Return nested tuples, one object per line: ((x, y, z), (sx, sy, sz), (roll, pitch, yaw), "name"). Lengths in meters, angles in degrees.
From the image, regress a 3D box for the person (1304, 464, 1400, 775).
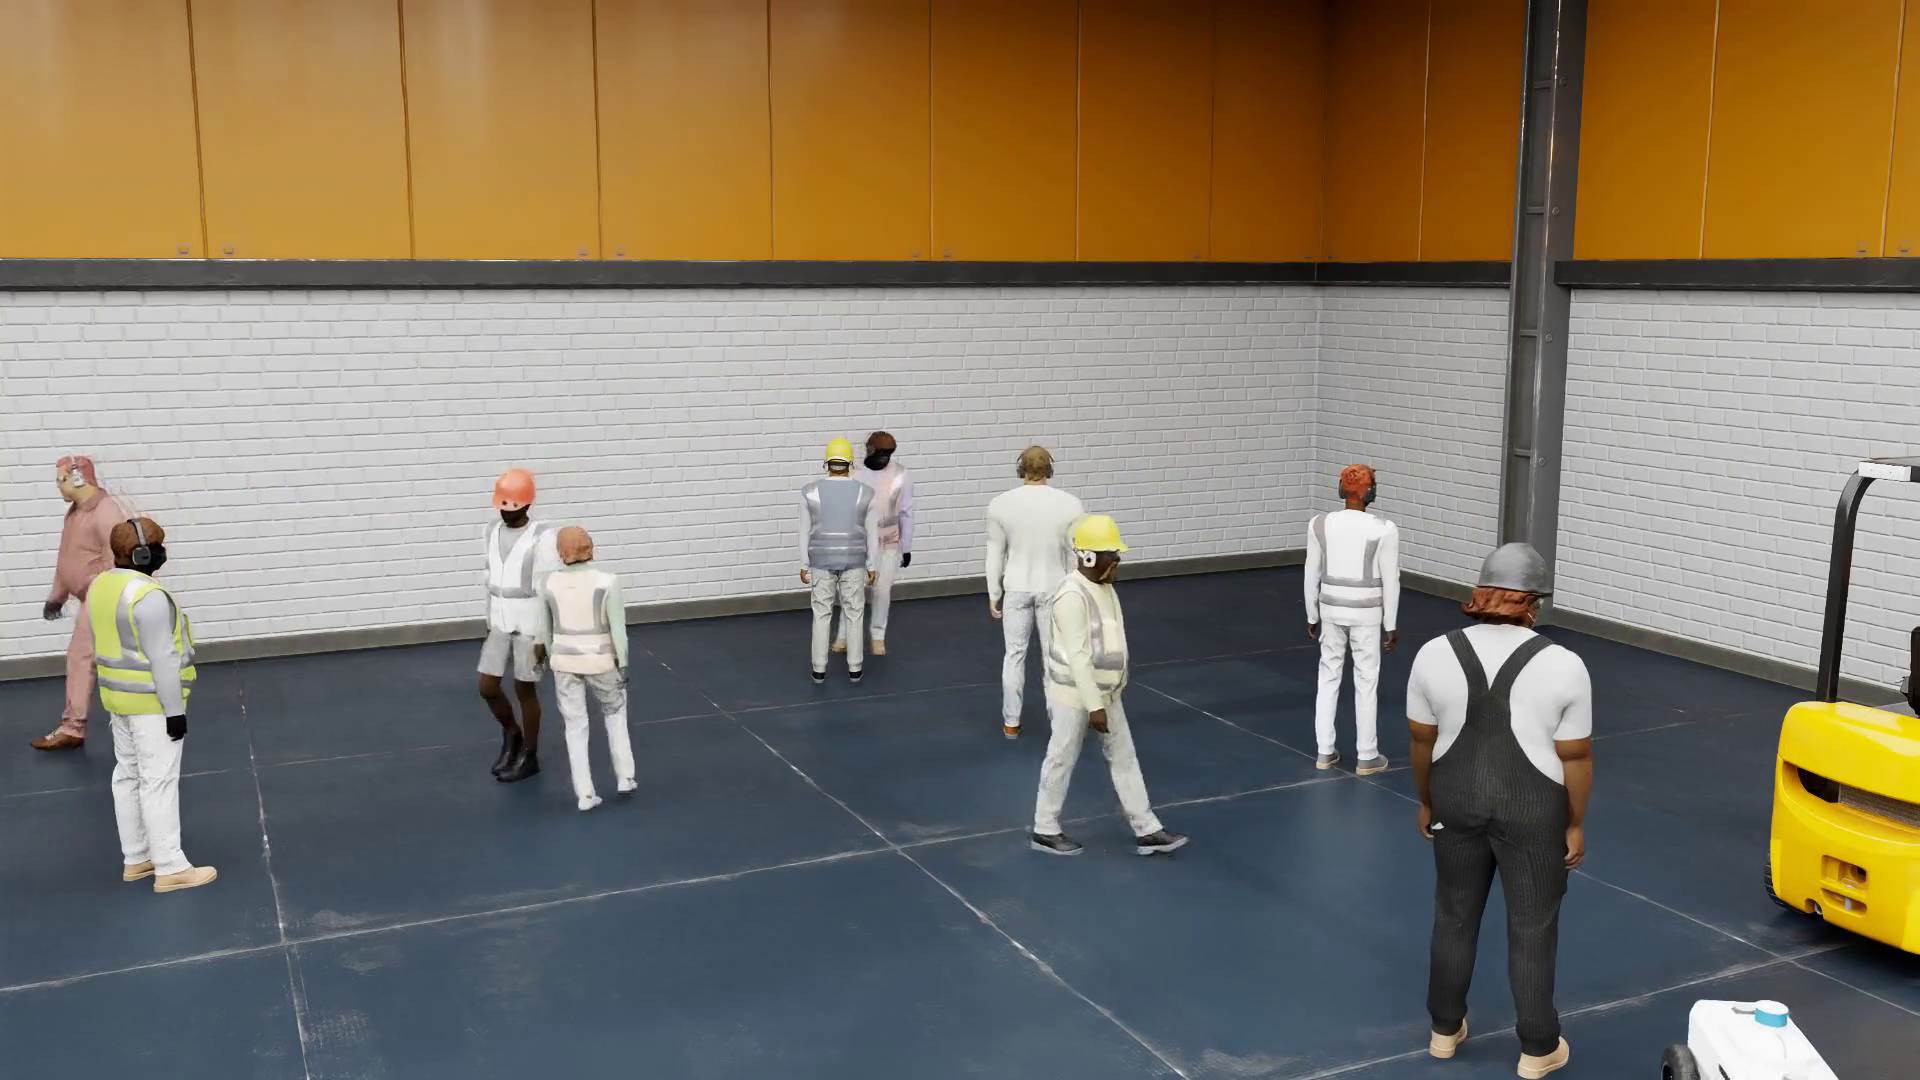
((2.374, 0.478, 10.088), (0.577, 1.882, 0.349), (6, 11, 33), "person")

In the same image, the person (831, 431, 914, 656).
((-0.682, 0.033, 13.108), (0.658, 1.804, 0.453), (0, 9, 2), "person")

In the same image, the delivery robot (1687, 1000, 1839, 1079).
((2.739, 1.810, 5.646), (0.477, 0.478, 0.707), (1, 9, 8), "delivery robot")

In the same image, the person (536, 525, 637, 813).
((-2.117, 0.714, 9.454), (0.531, 1.611, 0.588), (0, 9, 3), "person")

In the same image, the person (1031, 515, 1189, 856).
((0.756, 0.777, 8.511), (0.885, 1.793, 0.599), (5, 10, 28), "person")

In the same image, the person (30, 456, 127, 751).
((-5.639, 0.395, 10.688), (0.952, 1.856, 0.655), (-8, 12, -40), "person")

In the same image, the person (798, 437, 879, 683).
((-0.897, 0.153, 12.302), (0.596, 1.826, 0.403), (-1, 9, -5), "person")

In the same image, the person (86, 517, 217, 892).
((-3.993, 0.804, 8.199), (0.619, 1.845, 0.430), (7, 12, 37), "person")

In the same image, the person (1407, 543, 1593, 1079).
((2.074, 1.003, 6.349), (0.672, 2.000, 0.536), (6, 11, 33), "person")

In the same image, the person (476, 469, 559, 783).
((-2.634, 0.512, 9.832), (0.607, 1.896, 0.415), (5, 10, 26), "person")

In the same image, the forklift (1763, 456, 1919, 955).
((4.857, 0.731, 7.561), (2.313, 2.155, 1.214), (-4, 10, -25), "forklift")

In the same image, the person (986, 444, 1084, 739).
((0.487, 0.344, 10.789), (0.633, 1.933, 0.369), (1, 9, 4), "person")
